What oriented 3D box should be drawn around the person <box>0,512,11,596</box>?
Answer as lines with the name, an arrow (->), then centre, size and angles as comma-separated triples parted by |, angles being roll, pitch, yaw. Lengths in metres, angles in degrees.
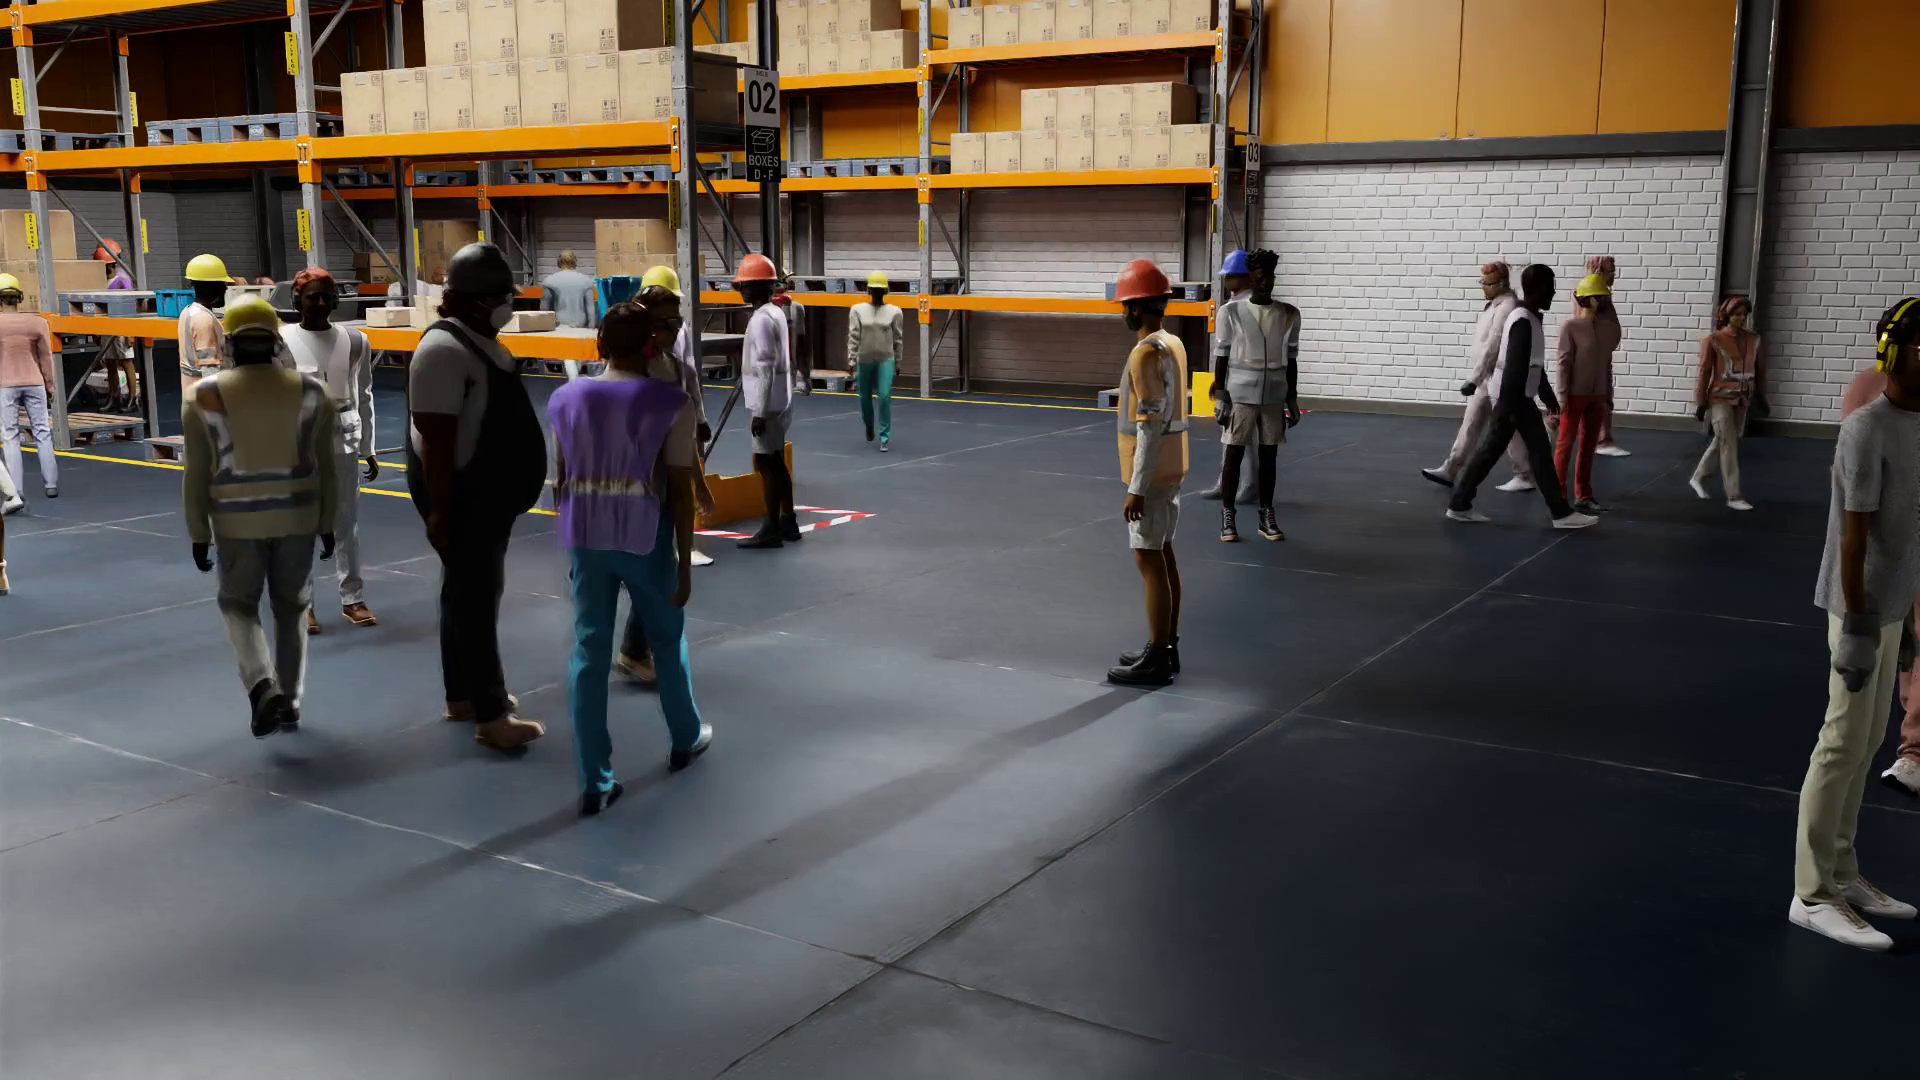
person -> -5.661, -0.656, 9.265 | 0.393, 2.039, 0.613 | 3, 11, 17

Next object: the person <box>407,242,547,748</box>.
person -> -1.923, -0.203, 6.757 | 0.582, 2.000, 0.758 | 0, 10, 1

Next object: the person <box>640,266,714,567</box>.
person -> -1.906, -0.797, 10.562 | 0.979, 1.867, 0.601 | 7, 12, 32

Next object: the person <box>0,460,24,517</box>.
person -> -7.289, -0.940, 12.101 | 0.868, 1.601, 0.508 | 3, 11, 14

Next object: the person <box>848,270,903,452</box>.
person -> -0.812, -1.750, 16.156 | 0.531, 1.743, 0.726 | 0, 10, 0

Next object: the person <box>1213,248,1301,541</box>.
person -> 2.002, -0.971, 11.214 | 0.602, 1.967, 0.366 | -1, 10, -7

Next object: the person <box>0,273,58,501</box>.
person -> -7.342, -1.183, 12.953 | 0.329, 1.765, 0.533 | 10, 14, 44

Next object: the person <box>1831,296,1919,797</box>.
person -> 3.575, 0.002, 6.176 | 1.057, 1.841, 0.632 | -10, 14, -43

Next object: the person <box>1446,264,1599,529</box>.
person -> 3.978, -1.010, 11.755 | 1.043, 1.861, 0.621 | 3, 11, 17

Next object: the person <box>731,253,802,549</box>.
person -> -1.304, -0.906, 10.946 | 0.377, 1.936, 0.551 | 1, 10, 3

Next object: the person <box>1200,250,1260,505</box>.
person -> 2.137, -1.252, 12.830 | 0.421, 1.946, 0.623 | -1, 10, -8

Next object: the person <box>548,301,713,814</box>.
person -> -1.207, 0.033, 6.130 | 0.567, 1.794, 0.915 | 1, 10, 8

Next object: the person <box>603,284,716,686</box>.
person -> -1.388, -0.232, 7.515 | 0.453, 1.825, 0.547 | 4, 11, 20

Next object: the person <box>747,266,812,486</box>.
person -> -1.538, -1.404, 13.981 | 0.515, 1.844, 0.853 | -5, 11, -25

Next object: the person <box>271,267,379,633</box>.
person -> -3.309, -0.463, 8.637 | 0.576, 1.883, 0.355 | -8, 13, -38

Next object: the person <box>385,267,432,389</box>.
person -> -7.392, -2.878, 22.314 | 0.628, 1.779, 0.940 | -7, 12, -34

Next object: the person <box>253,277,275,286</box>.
person -> -7.970, -2.214, 19.130 | 0.871, 1.582, 0.529 | 4, 11, 20

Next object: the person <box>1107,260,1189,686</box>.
person -> 0.845, -0.300, 7.593 | 0.379, 1.931, 0.548 | 4, 11, 20

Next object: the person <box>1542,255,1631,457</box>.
person -> 5.935, -1.738, 15.683 | 0.797, 1.885, 0.645 | 4, 11, 20

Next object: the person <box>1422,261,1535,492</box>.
person -> 4.243, -1.294, 13.339 | 0.892, 1.851, 0.664 | 1, 10, 3

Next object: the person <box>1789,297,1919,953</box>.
person -> 2.679, 0.233, 4.833 | 0.335, 1.865, 0.519 | 10, 14, 43

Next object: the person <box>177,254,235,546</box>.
person -> -4.973, -0.927, 11.079 | 0.373, 1.925, 0.595 | -6, 12, -31

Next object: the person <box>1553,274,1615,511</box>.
person -> 4.647, -1.079, 12.363 | 0.532, 1.772, 0.300 | -5, 11, -25

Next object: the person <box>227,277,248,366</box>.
person -> -7.644, -1.988, 17.775 | 0.279, 1.632, 0.502 | 2, 10, 10

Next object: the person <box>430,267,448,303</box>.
person -> -7.796, -3.290, 25.015 | 0.277, 1.629, 0.496 | 5, 11, 25

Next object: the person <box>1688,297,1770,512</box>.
person -> 5.849, -1.061, 12.712 | 0.509, 1.603, 0.835 | -3, 11, -18

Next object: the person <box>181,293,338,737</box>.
person -> -2.792, -0.077, 6.694 | 0.584, 1.812, 0.576 | -6, 12, -30

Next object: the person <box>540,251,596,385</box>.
person -> -4.939, -2.683, 20.948 | 0.642, 1.884, 1.011 | -6, 12, -32

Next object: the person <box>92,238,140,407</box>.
person -> -10.179, -2.605, 20.059 | 0.389, 2.041, 0.615 | -7, 13, -35

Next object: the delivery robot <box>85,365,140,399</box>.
delivery robot -> -10.253, -1.927, 20.165 | 0.707, 0.478, 0.477 | 4, 11, 24

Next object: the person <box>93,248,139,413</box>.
person -> -9.908, -2.441, 19.459 | 0.543, 1.932, 0.376 | 3, 11, 18
